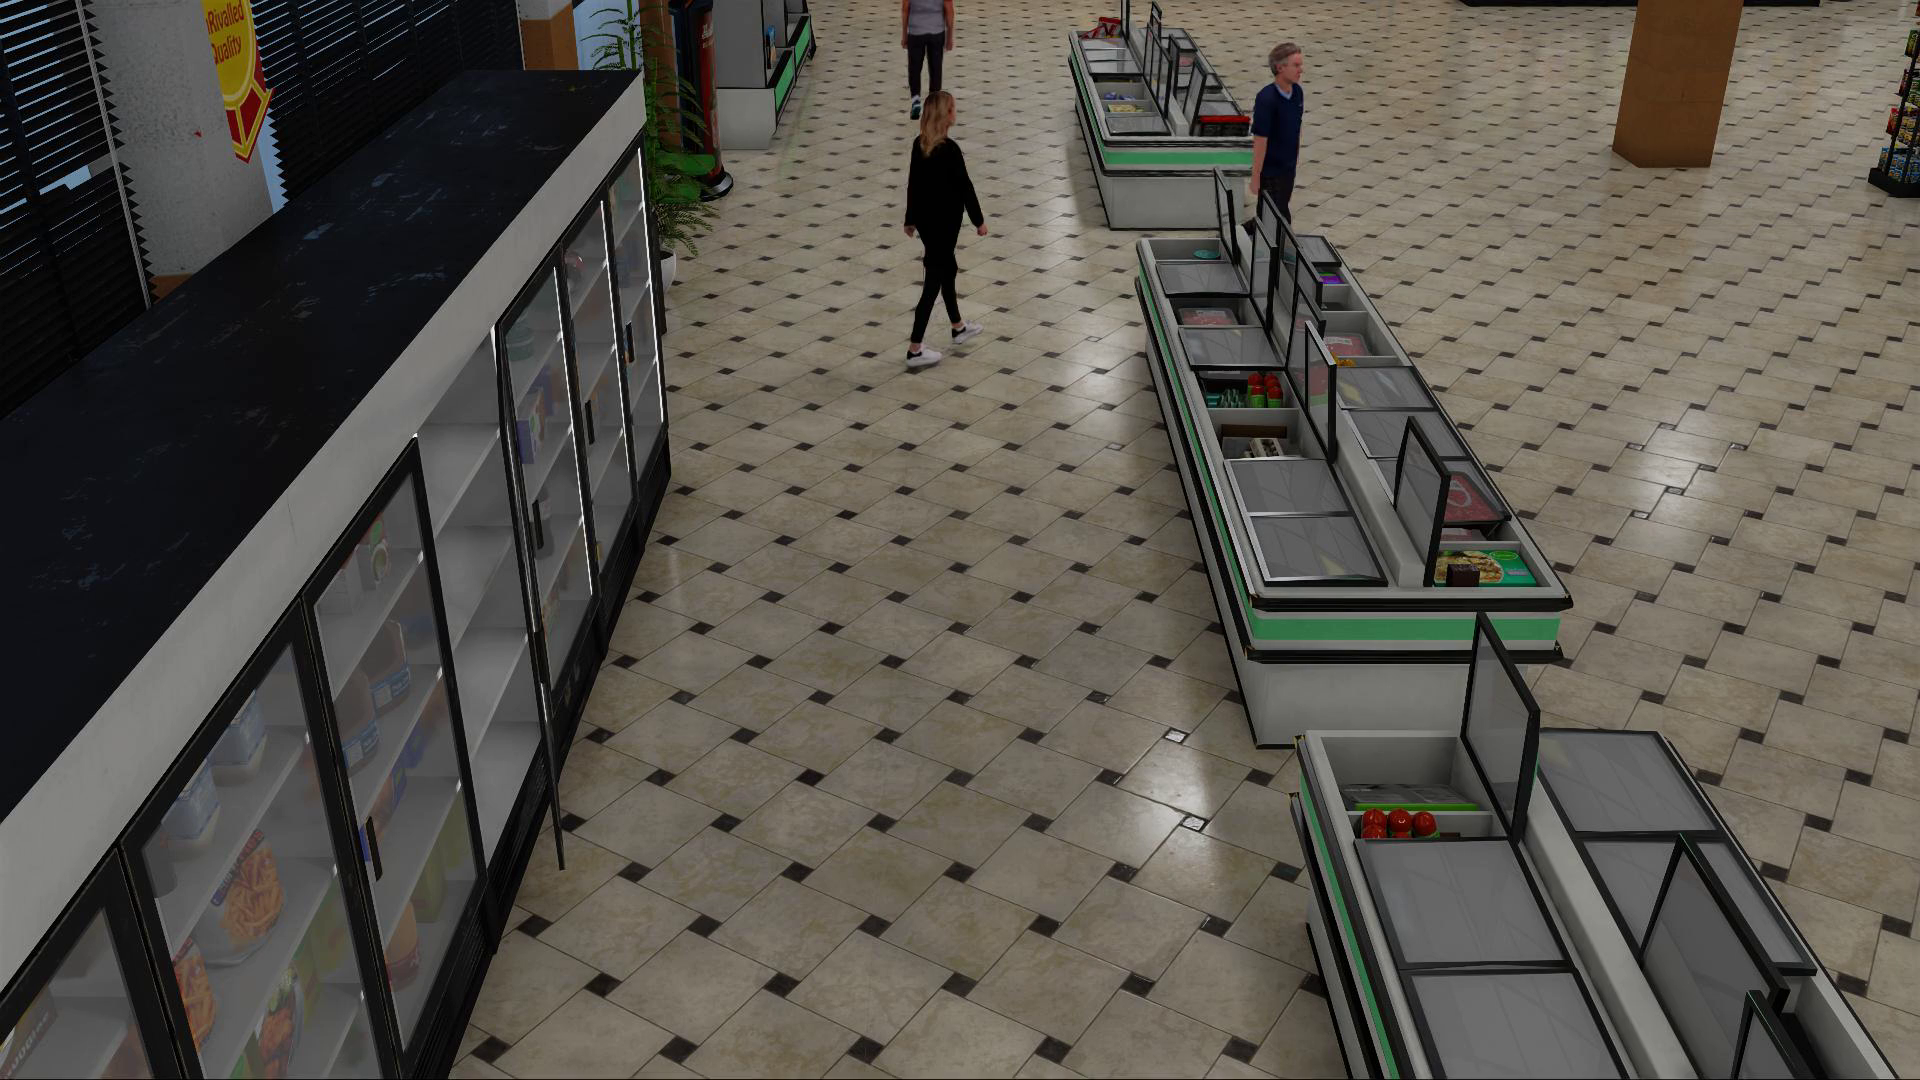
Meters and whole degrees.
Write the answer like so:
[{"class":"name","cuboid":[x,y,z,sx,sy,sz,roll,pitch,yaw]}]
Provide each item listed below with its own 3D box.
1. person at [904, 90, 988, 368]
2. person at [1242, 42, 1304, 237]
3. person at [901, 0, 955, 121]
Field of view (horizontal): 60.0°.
[{"class":"person","cuboid":[-0.234,-1.986,10.856,1.009,1.769,1.017,-16,31,-29]},{"class":"person","cuboid":[2.213,-2.670,12.131,1.176,1.836,1.141,22,34,37]},{"class":"person","cuboid":[-0.352,-5.141,17.029,0.733,1.813,0.831,2,27,4]}]
